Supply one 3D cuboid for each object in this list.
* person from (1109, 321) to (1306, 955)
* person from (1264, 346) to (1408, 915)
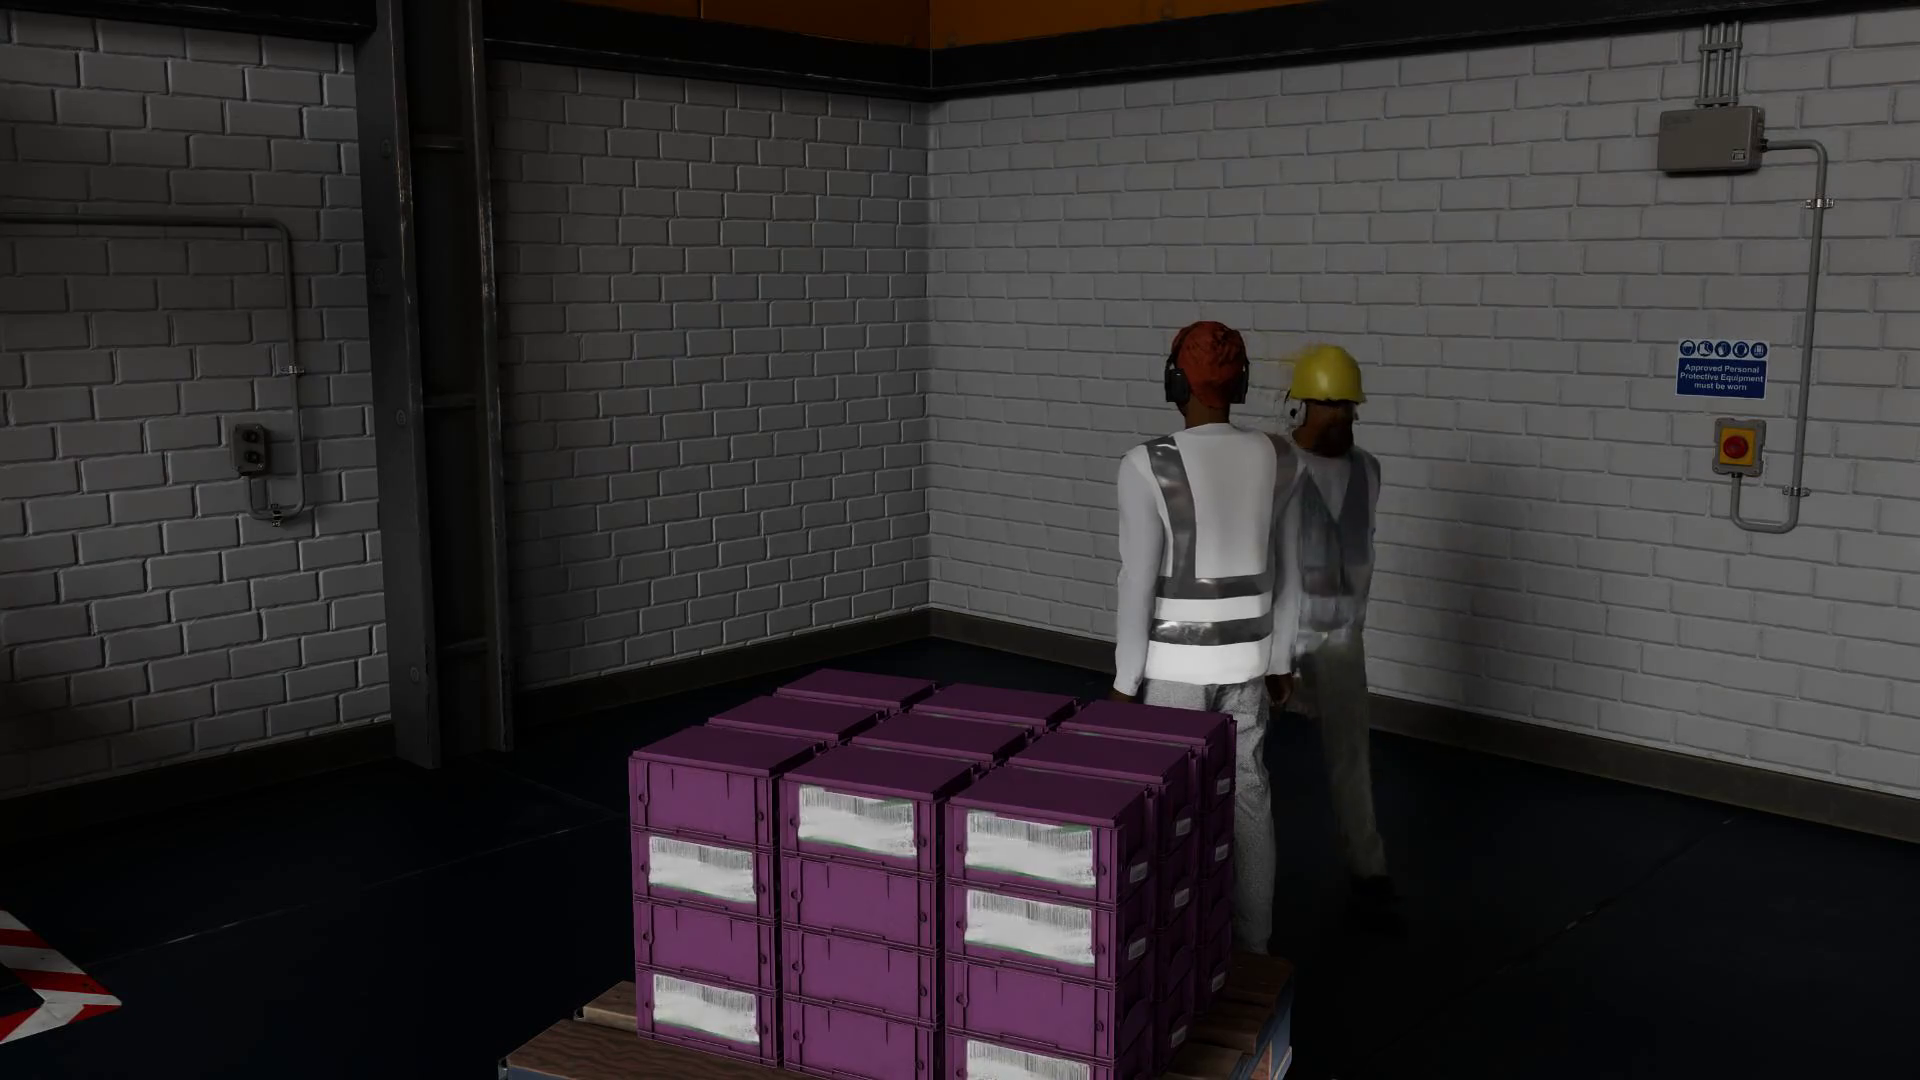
[{"bbox_3d":[0.673,0.346,4.569,0.583,1.882,0.338,-4,10,-24],"label":"person"},{"bbox_3d":[1.111,0.264,5.409,0.604,1.789,0.952,-4,10,-21],"label":"person"}]
